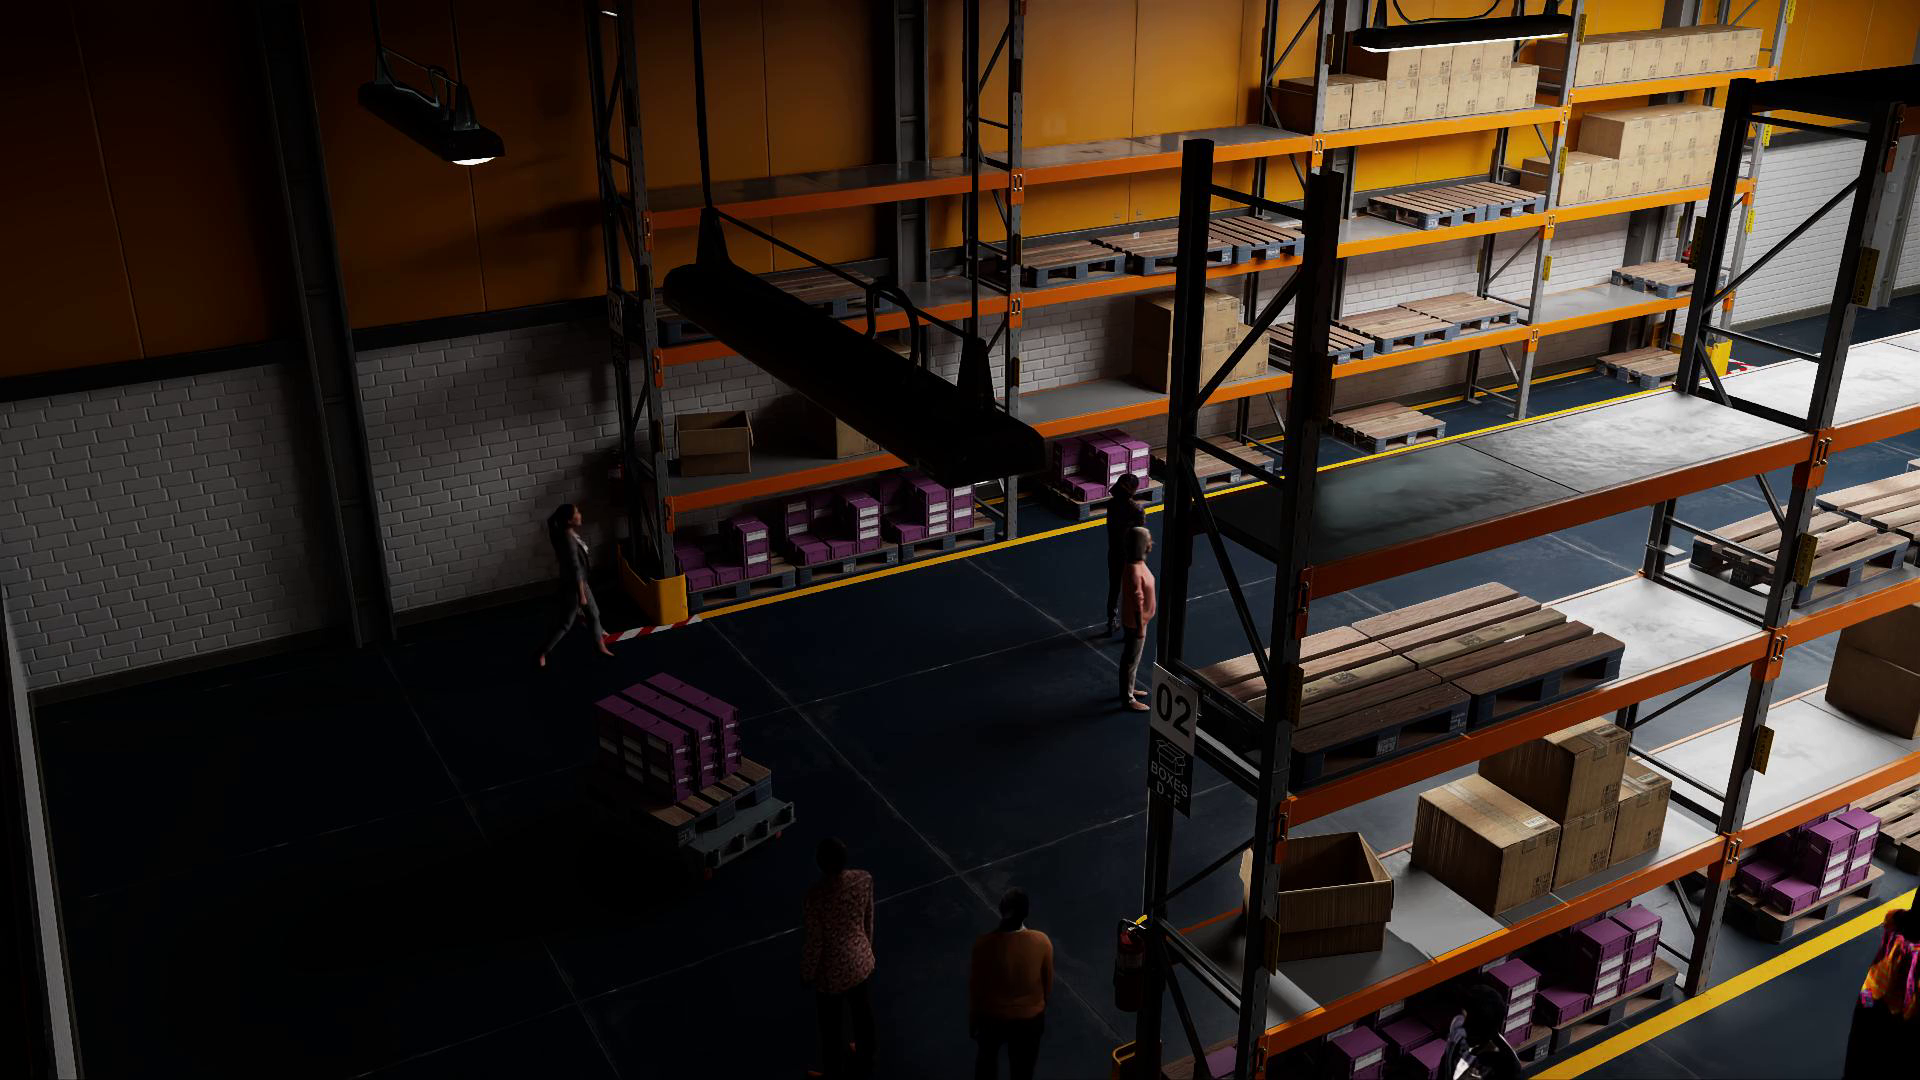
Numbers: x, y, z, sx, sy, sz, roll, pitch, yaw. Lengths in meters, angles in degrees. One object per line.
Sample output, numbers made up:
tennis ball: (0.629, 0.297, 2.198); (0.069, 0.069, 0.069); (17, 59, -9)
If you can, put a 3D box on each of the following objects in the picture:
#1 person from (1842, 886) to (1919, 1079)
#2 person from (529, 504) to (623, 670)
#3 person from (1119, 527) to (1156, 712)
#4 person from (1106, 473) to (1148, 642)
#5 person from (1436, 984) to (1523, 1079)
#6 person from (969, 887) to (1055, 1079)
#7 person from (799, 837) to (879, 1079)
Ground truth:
person: (5.696, 2.773, 10.106); (0.966, 1.675, 0.673); (-12, 26, -26)
person: (-3.656, 0.481, 15.388); (1.129, 1.643, 0.746); (-8, 25, -18)
person: (1.561, 0.682, 14.828); (0.698, 1.724, 0.682); (1, 24, 3)
person: (1.593, 0.151, 16.055); (0.659, 1.714, 0.676); (17, 29, 34)
person: (2.729, 3.163, 8.943); (0.637, 1.891, 0.711); (-9, 25, -19)
person: (0.312, 2.873, 9.808); (1.009, 1.729, 0.984); (-1, 24, -3)
person: (-0.738, 2.619, 10.291); (0.600, 1.808, 0.790); (-20, 30, -38)
